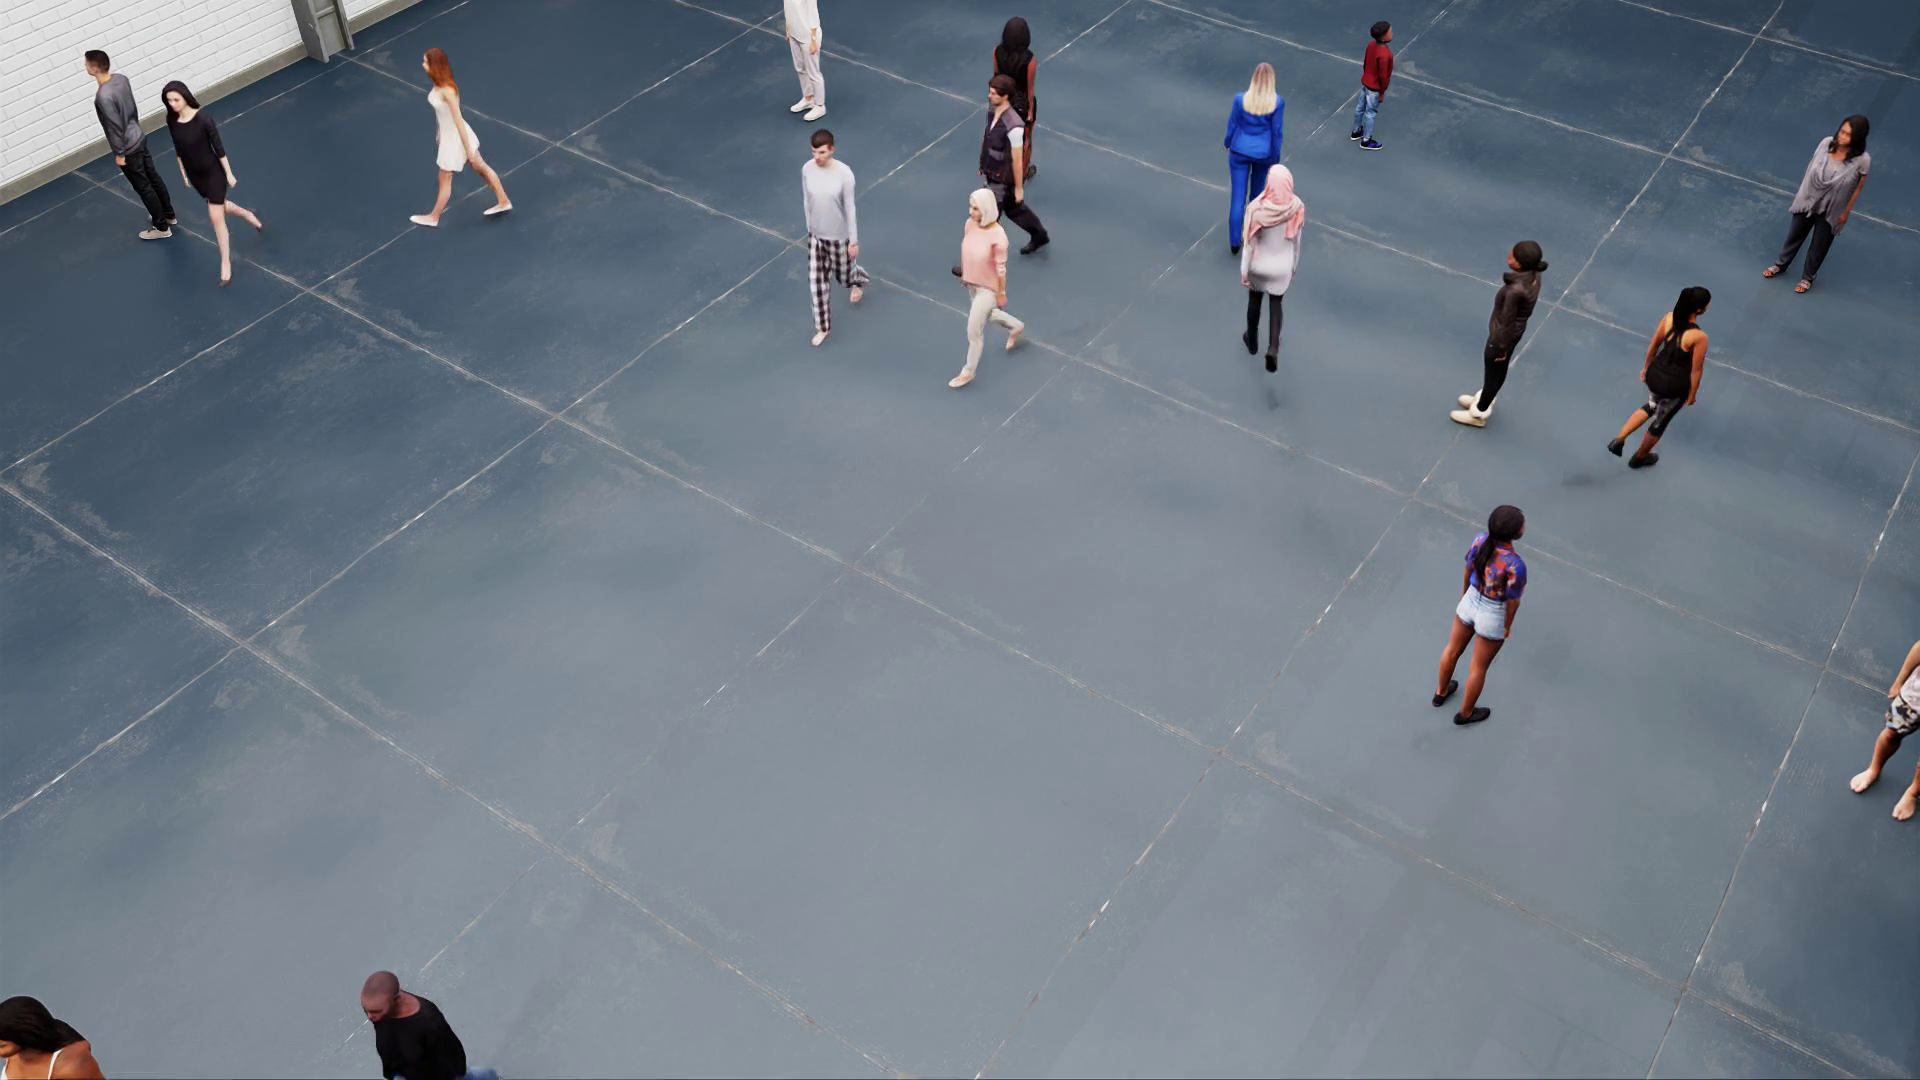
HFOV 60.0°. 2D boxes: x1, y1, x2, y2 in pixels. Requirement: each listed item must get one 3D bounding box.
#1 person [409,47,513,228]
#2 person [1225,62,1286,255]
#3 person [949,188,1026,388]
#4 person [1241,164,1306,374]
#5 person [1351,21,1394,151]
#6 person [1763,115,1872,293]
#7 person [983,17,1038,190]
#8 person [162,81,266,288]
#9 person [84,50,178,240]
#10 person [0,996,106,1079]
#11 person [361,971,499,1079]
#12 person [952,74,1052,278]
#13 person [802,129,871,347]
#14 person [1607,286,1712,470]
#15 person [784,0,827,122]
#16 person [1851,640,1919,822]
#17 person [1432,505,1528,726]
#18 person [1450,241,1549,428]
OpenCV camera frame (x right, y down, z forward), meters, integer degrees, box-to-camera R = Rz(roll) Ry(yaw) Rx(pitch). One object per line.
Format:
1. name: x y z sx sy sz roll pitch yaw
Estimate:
1. person: -4.354 -3.551 14.682 1.197 1.661 0.986 -16 46 -16
2. person: 2.503 -3.256 14.380 0.971 1.651 1.227 7 44 7
3. person: 0.252 -2.035 13.065 1.149 1.697 0.796 -30 51 -28
4. person: 2.452 -2.097 13.064 0.956 1.788 1.075 -1 44 -1
5. person: 3.927 -4.339 15.803 0.634 1.256 0.587 -12 45 -12
6. person: 7.285 -2.861 13.996 0.750 1.609 0.719 -28 50 -27
7. person: 0.436 -3.827 14.938 0.717 1.708 1.167 18 47 18
8. person: -6.332 -3.105 14.132 0.853 1.773 1.182 11 45 11
9. person: -7.247 -3.462 14.517 0.763 1.761 0.666 0 44 0
10. person: -4.216 2.722 7.991 0.681 1.809 0.649 18 47 18
11. person: -2.578 2.555 8.240 0.903 1.708 1.222 10 44 10
12. person: 0.450 -3.100 14.103 1.295 1.807 1.117 -14 45 -15
13. person: -1.004 -2.524 13.491 0.820 1.816 1.152 14 45 14
14. person: 5.130 -1.151 12.171 0.847 1.650 0.770 -16 46 -16
15. person: -1.501 -4.909 16.090 0.599 1.686 0.641 -34 53 -31
16. person: 5.842 0.916 9.886 0.645 1.809 0.720 -32 52 -29
17. person: 3.274 0.462 10.411 0.640 1.742 0.656 -24 49 -23
18. person: 4.128 -1.548 12.577 0.607 1.666 0.551 4 44 4
